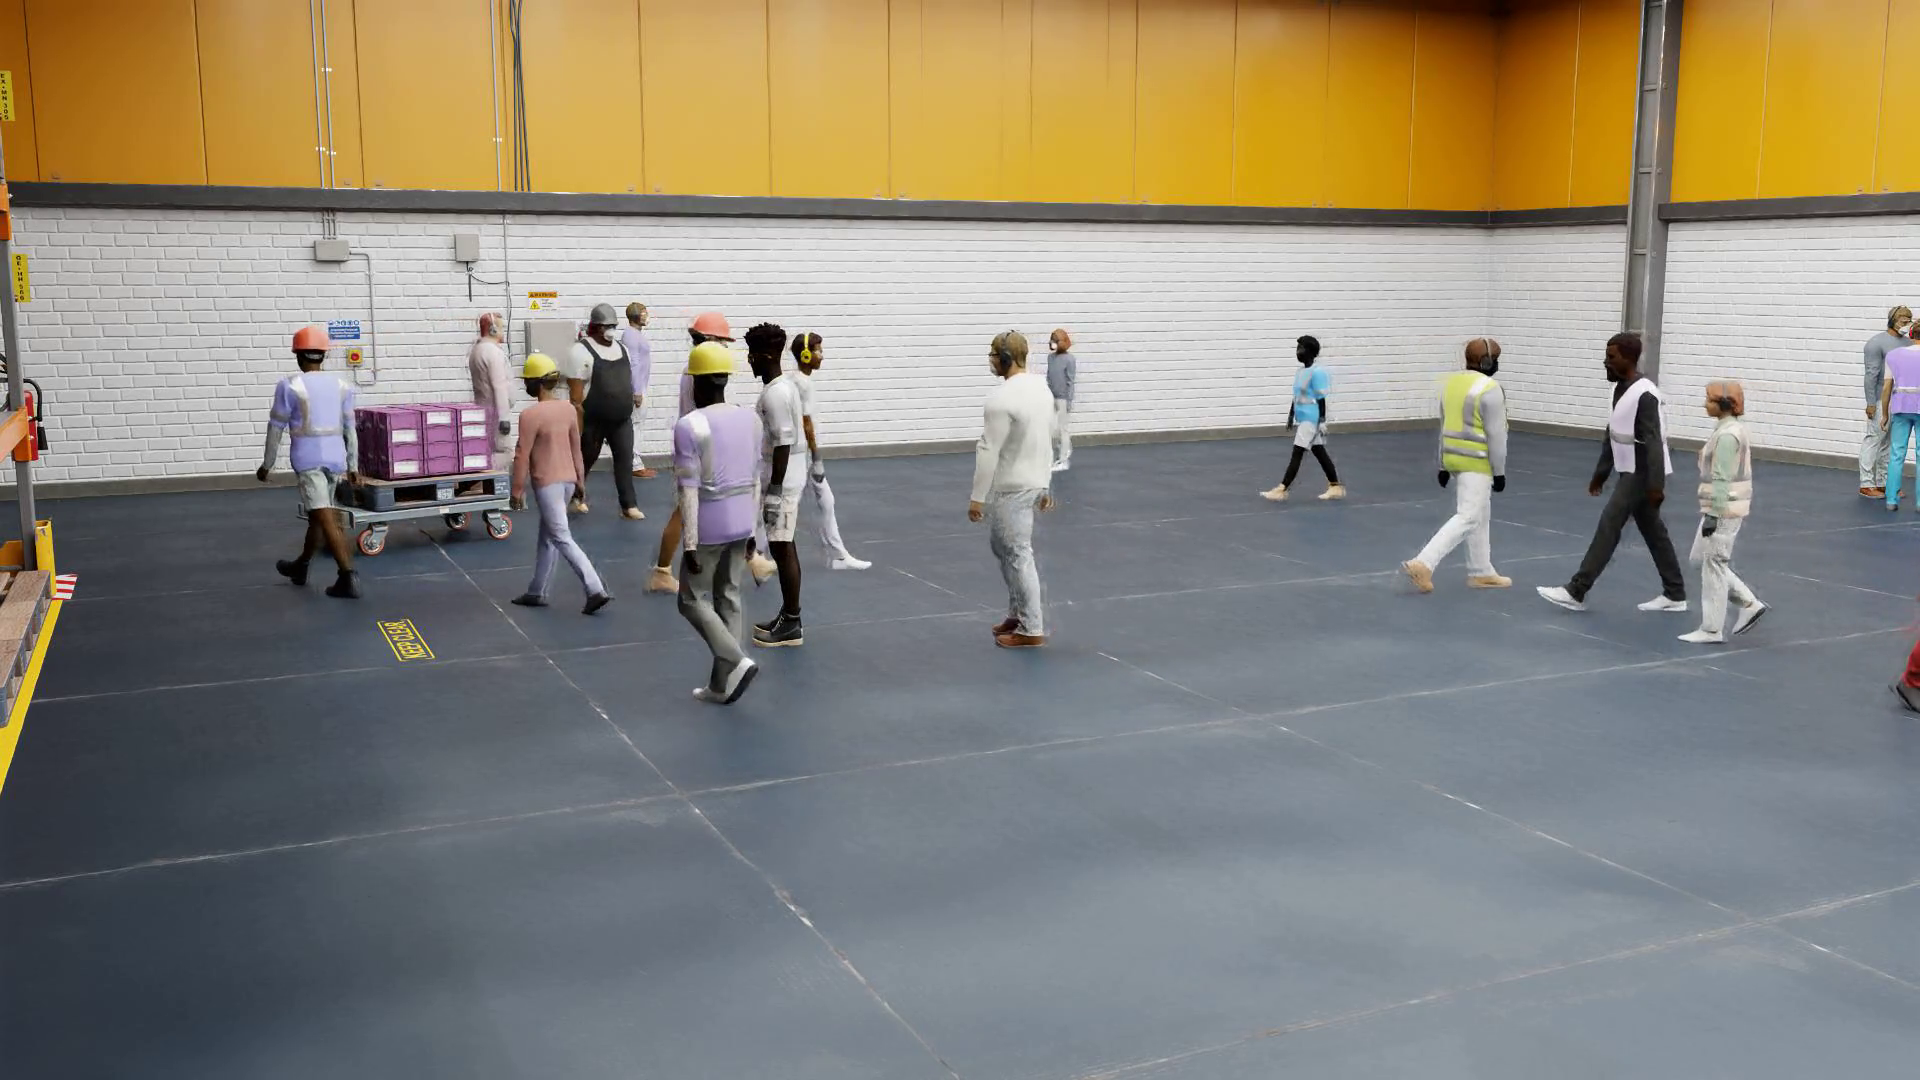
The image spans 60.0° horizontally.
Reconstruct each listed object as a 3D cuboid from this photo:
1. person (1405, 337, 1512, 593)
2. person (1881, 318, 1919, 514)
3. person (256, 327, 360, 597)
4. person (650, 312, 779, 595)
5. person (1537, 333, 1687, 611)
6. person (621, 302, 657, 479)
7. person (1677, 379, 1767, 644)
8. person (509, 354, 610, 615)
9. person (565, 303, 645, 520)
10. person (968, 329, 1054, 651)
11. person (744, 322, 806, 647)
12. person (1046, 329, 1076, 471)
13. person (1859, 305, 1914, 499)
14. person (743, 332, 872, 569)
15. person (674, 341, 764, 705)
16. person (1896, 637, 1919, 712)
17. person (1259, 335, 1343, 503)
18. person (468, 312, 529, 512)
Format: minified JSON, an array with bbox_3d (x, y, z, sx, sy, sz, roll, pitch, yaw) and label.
[{"bbox_3d":[3.550,-0.521,11.732,0.846,1.819,0.630,-2,9,-12],"label":"person"},{"bbox_3d":[8.963,-1.165,15.617,0.570,1.843,0.373,8,12,41],"label":"person"},{"bbox_3d":[-4.565,-0.551,11.728,1.027,1.877,0.561,6,11,33],"label":"person"},{"bbox_3d":[-1.708,-0.599,11.689,1.078,1.972,0.650,-2,9,-14],"label":"person"},{"bbox_3d":[4.395,-0.435,11.038,1.022,1.853,0.587,1,9,8],"label":"person"},{"bbox_3d":[-3.538,-1.640,18.274,0.372,1.940,0.630,-1,9,-9],"label":"person"},{"bbox_3d":[4.637,-0.162,10.070,0.406,1.623,0.507,4,10,21],"label":"person"},{"bbox_3d":[-2.670,-0.368,11.031,0.864,1.730,0.533,4,10,23],"label":"person"},{"bbox_3d":[-3.341,-1.220,15.354,0.978,2.000,0.685,9,13,44],"label":"person"},{"bbox_3d":[0.298,-0.293,9.968,0.571,1.917,0.653,5,10,27],"label":"person"},{"bbox_3d":[-1.118,-0.337,10.106,0.363,1.962,0.612,0,9,-2],"label":"person"},{"bbox_3d":[1.118,-1.590,18.924,0.345,1.618,0.533,-6,11,-33],"label":"person"},{"bbox_3d":[9.315,-1.379,16.674,0.628,1.935,0.373,-4,10,-23],"label":"person"},{"bbox_3d":[-1.195,-0.644,12.480,0.980,1.821,0.538,-1,9,-9],"label":"person"},{"bbox_3d":[-1.221,-0.062,8.572,0.505,1.911,0.594,8,12,41],"label":"person"},{"bbox_3d":[5.045,0.091,8.214,0.533,1.724,0.878,-1,9,-9],"label":"person"},{"bbox_3d":[3.394,-1.184,16.343,0.896,1.642,0.540,-1,9,-8],"label":"person"},{"bbox_3d":[-4.386,-1.177,15.532,0.617,1.893,0.659,-5,11,-30],"label":"person"}]
